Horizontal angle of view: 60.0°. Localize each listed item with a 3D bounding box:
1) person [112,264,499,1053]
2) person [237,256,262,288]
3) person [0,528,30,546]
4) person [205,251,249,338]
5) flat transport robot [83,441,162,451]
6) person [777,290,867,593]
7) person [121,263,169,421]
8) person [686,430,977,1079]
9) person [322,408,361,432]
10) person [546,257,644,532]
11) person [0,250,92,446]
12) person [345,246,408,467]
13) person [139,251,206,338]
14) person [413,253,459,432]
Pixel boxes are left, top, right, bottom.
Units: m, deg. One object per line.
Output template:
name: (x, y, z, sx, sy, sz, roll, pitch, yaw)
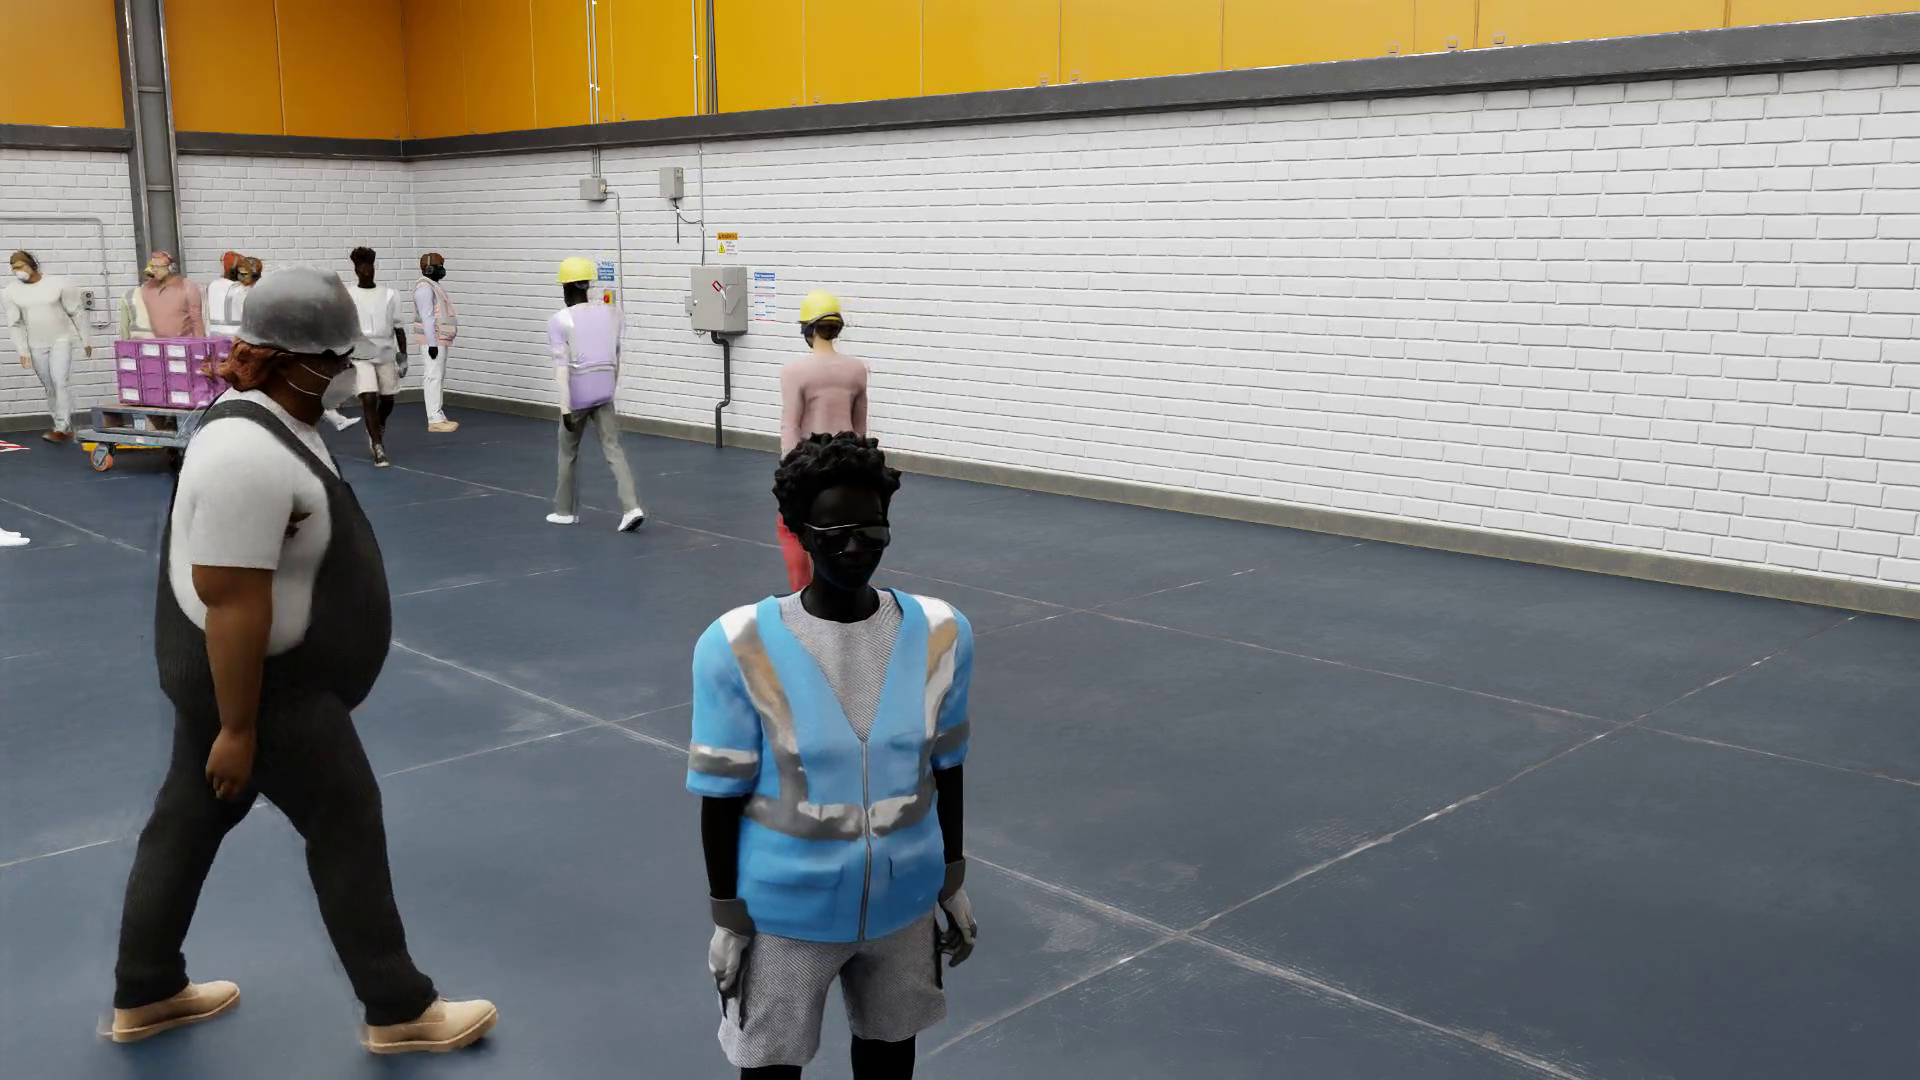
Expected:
person: (-1.698, 0.272, 4.061, 0.916, 2.000, 0.716, -5, 11, -23)
person: (-6.828, -1.852, 16.251, 0.603, 1.811, 0.534, -3, 11, -18)
person: (-6.377, -0.885, 10.859, 0.332, 1.865, 0.520, -7, 13, -35)
person: (-7.201, -1.917, 16.484, 0.635, 1.865, 0.423, 6, 12, 30)
flat transport robot: (-7.399, -0.975, 15.692, 1.431, 0.197, 0.652, 0, 10, -1)
person: (-0.720, -0.371, 8.365, 0.543, 1.745, 0.599, -8, 13, -36)
person: (-8.160, -1.939, 16.863, 0.616, 1.794, 0.573, -2, 11, -12)
person: (-0.214, 0.647, 2.952, 0.535, 1.697, 0.322, -5, 11, -23)
person: (-6.323, -1.755, 16.288, 0.879, 1.597, 0.535, -7, 12, -32)
person: (-2.535, -0.991, 11.418, 0.583, 1.890, 0.988, -9, 14, -40)
person: (-8.800, -1.836, 16.013, 0.696, 1.876, 0.848, -3, 11, -16)
person: (-5.251, -1.647, 14.822, 0.602, 1.936, 0.831, -6, 12, -28)
person: (-7.907, -1.987, 16.839, 0.661, 1.876, 0.670, 1, 10, 6)
person: (-5.427, -2.046, 17.247, 0.429, 1.843, 0.628, -2, 11, -10)
